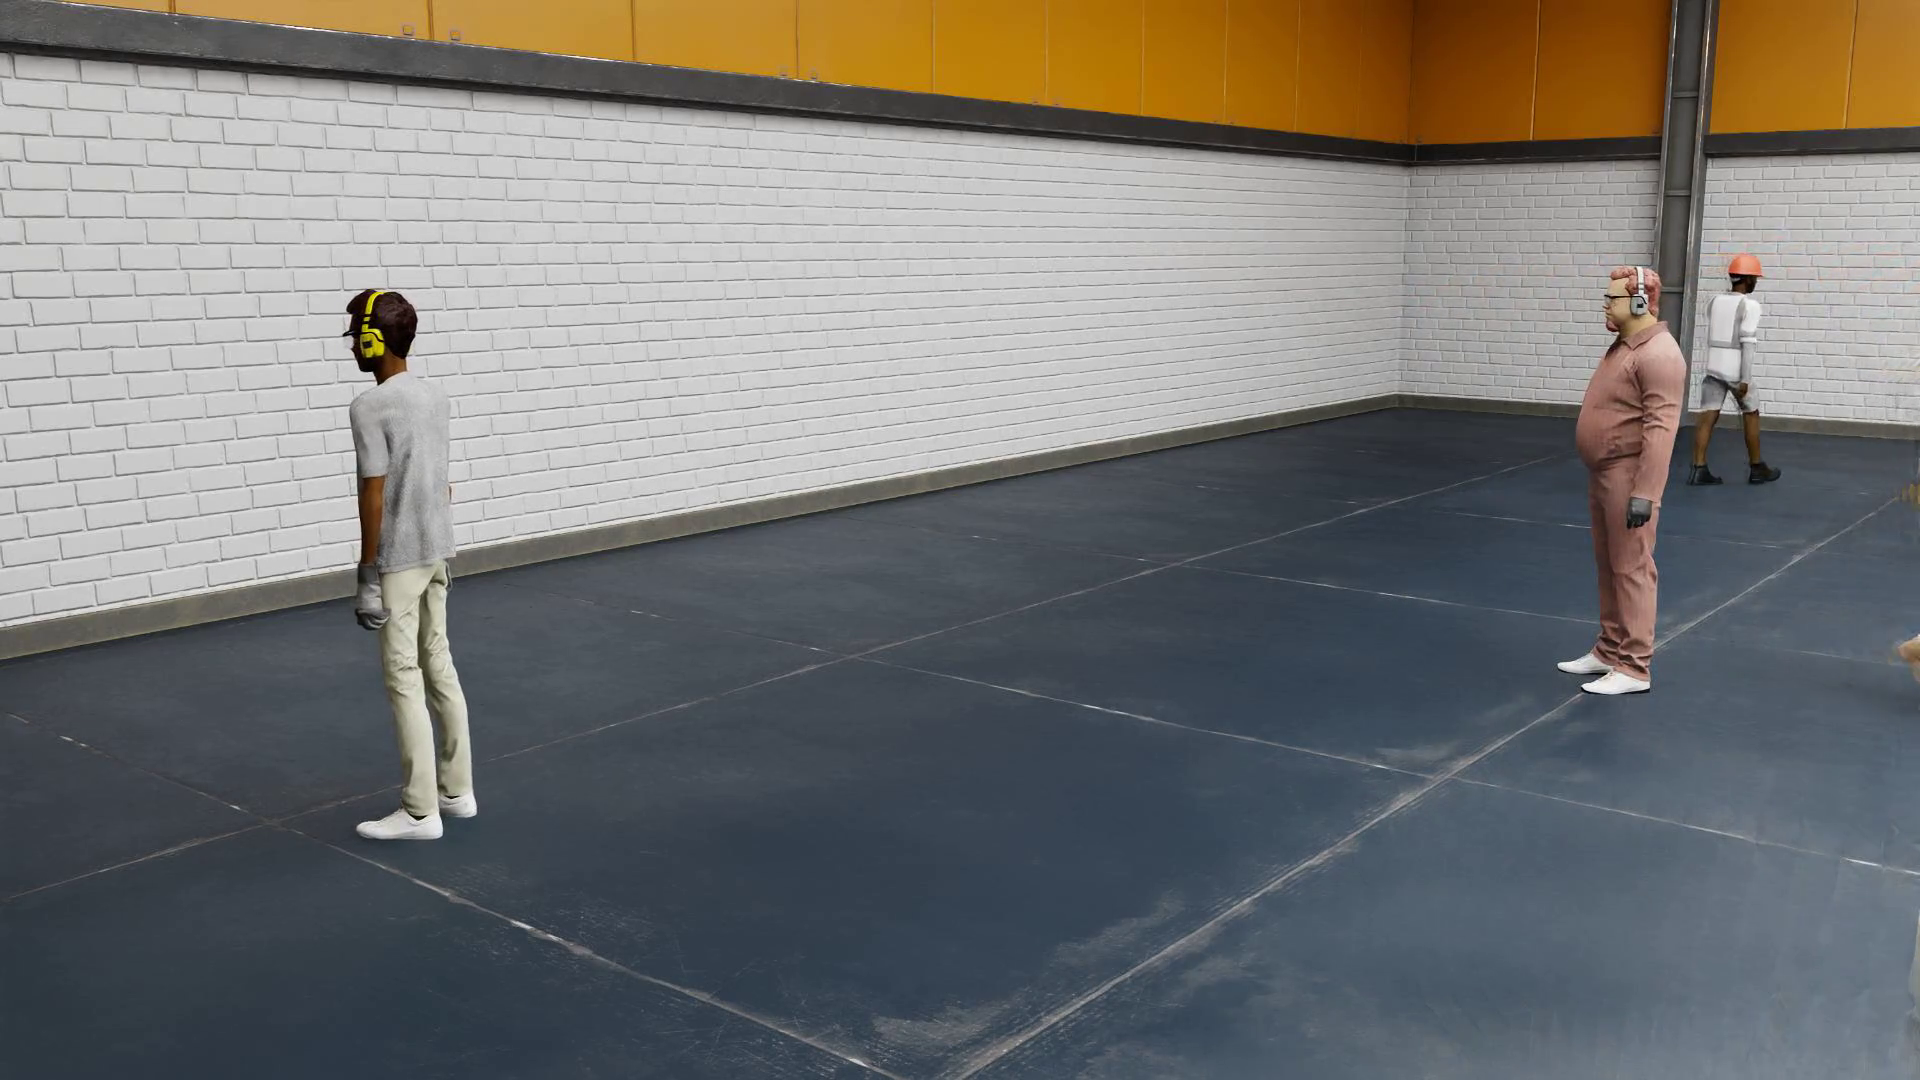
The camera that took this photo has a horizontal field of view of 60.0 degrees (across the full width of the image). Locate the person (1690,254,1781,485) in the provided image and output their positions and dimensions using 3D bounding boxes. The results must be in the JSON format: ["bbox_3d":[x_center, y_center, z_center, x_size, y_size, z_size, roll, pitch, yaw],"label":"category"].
[{"bbox_3d":[6.456,-1.391,13.737,0.893,1.903,0.548,-4,11,-23],"label":"person"}]

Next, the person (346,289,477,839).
[{"bbox_3d":[-1.886,0.089,5.652,0.322,1.861,0.512,3,11,14],"label":"person"}]

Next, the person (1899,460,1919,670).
[{"bbox_3d":[4.249,-0.136,6.986,0.631,1.824,0.466,-5,11,-26],"label":"person"}]

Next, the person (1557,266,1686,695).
[{"bbox_3d":[2.963,-0.265,7.467,0.409,1.906,0.652,1,10,5],"label":"person"}]
